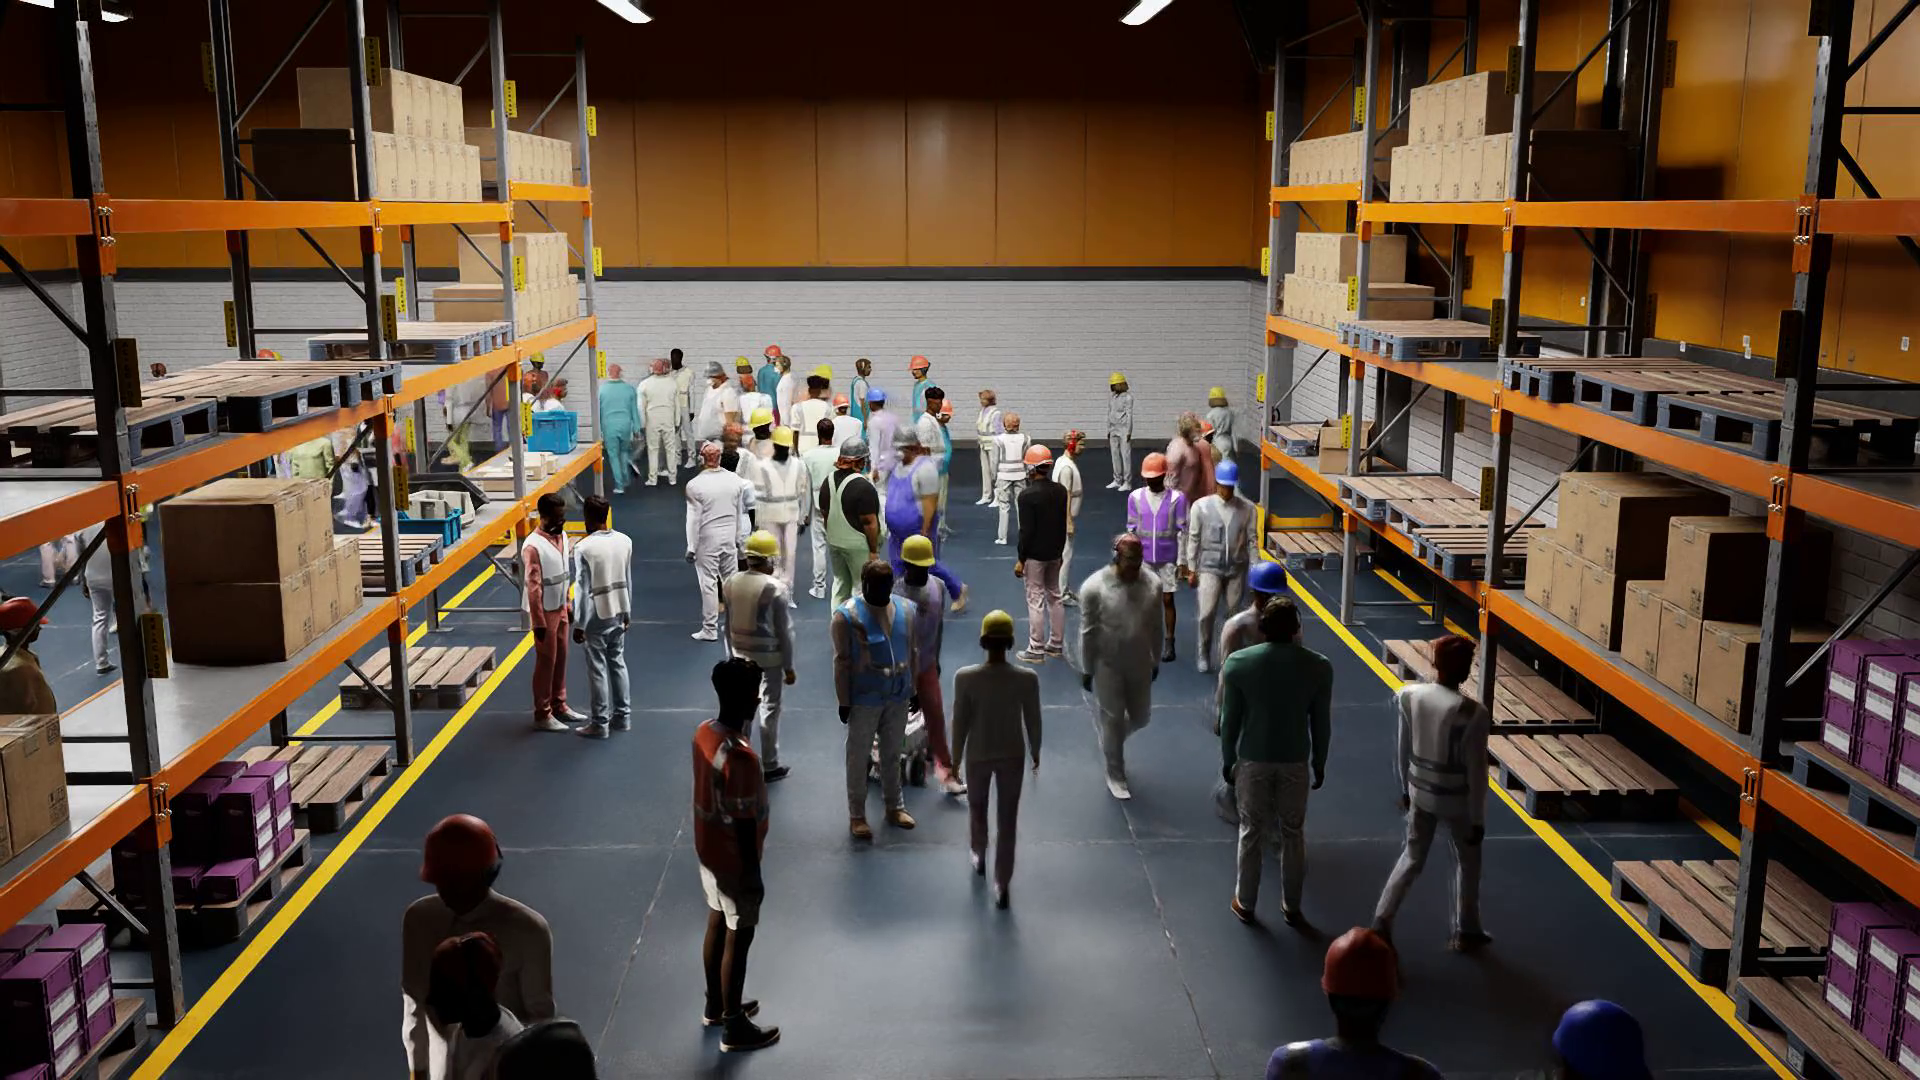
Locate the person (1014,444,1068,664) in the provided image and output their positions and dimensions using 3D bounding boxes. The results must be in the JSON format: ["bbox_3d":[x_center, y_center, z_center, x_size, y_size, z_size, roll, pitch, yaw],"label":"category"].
[{"bbox_3d":[0.722,0.124,15.126,0.616,1.993,0.395,-11,16,-43],"label":"person"}]

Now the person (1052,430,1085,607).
[{"bbox_3d":[1.096,-0.228,17.294,0.401,1.835,0.563,1,11,4],"label":"person"}]

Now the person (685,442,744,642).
[{"bbox_3d":[-2.367,0.015,15.896,0.642,1.910,0.401,-11,16,-44],"label":"person"}]

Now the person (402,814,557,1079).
[{"bbox_3d":[-1.757,1.936,6.071,0.620,1.985,0.408,3,12,16],"label":"person"}]

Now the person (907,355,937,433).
[{"bbox_3d":[-0.545,-1.637,23.881,0.414,2.033,0.606,-6,13,-26],"label":"person"}]

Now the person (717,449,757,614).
[{"bbox_3d":[-2.320,-0.080,16.896,0.530,1.697,0.321,0,11,2],"label":"person"}]

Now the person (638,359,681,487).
[{"bbox_3d":[-4.471,-1.748,24.762,0.640,1.900,0.399,-4,12,-21],"label":"person"}]

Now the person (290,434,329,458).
[{"bbox_3d":[-8.140,-0.844,20.786,0.761,1.665,0.530,10,15,41],"label":"person"}]

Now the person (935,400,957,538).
[{"bbox_3d":[-0.234,-0.898,20.891,0.353,1.741,0.567,4,12,17],"label":"person"}]

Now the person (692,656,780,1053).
[{"bbox_3d":[-1.111,1.526,8.191,0.364,1.957,0.607,-6,13,-27],"label":"person"}]

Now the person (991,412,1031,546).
[{"bbox_3d":[0.629,-0.744,20.373,0.523,1.639,0.306,-3,12,-15],"label":"person"}]

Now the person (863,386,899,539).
[{"bbox_3d":[-0.958,-0.938,20.631,0.555,1.922,0.662,4,12,21],"label":"person"}]

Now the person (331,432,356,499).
[{"bbox_3d":[-8.823,-1.405,23.699,0.269,1.632,0.504,1,11,4],"label":"person"}]

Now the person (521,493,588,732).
[{"bbox_3d":[-3.244,0.566,13.144,0.410,1.908,0.598,2,12,11],"label":"person"}]

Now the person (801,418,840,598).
[{"bbox_3d":[-1.398,-0.334,17.655,0.585,1.911,0.391,-6,13,-28],"label":"person"}]

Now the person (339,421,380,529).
[{"bbox_3d":[-7.741,-1.085,21.464,0.459,1.885,0.632,-1,11,-4],"label":"person"}]

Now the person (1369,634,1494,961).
[{"bbox_3d":[2.600,1.412,9.087,0.886,1.854,0.606,-9,14,-38],"label":"person"}]

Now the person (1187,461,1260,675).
[{"bbox_3d":[2.311,0.262,14.595,0.610,1.925,0.457,0,11,-1],"label":"person"}]

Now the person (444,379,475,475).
[{"bbox_3d":[-7.632,-1.877,25.363,0.461,1.911,0.593,6,13,26],"label":"person"}]

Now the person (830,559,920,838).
[{"bbox_3d":[-0.536,1.029,10.977,0.626,1.844,0.429,-7,13,-31],"label":"person"}]

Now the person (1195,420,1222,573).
[{"bbox_3d":[2.752,-0.488,18.839,0.354,1.739,0.572,7,13,31],"label":"person"}]

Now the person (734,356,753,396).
[{"bbox_3d":[-3.492,-2.108,26.969,0.321,1.738,0.484,1,11,3],"label":"person"}]

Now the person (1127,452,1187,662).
[{"bbox_3d":[1.780,0.153,15.164,0.550,1.925,0.384,3,12,16],"label":"person"}]

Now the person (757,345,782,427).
[{"bbox_3d":[-2.936,-2.054,26.051,0.393,1.990,0.616,-9,14,-37],"label":"person"}]

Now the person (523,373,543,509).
[{"bbox_3d":[-5.887,-1.357,22.867,0.353,1.878,0.568,-8,14,-34],"label":"person"}]

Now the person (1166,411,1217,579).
[{"bbox_3d":[2.597,-0.486,18.520,0.433,1.872,0.747,-10,15,-40],"label":"person"}]

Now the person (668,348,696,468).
[{"bbox_3d":[-4.455,-2.110,26.558,0.586,1.910,0.395,6,13,28],"label":"person"}]

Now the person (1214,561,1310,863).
[{"bbox_3d":[1.923,1.042,10.747,0.612,1.908,0.968,-6,13,-29],"label":"person"}]

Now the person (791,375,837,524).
[{"bbox_3d":[-1.900,-1.184,21.790,0.615,1.956,0.397,-1,11,-6],"label":"person"}]

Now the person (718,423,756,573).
[{"bbox_3d":[-2.440,-0.347,17.848,0.595,1.842,0.768,2,11,8],"label":"person"}]

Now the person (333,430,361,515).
[{"bbox_3d":[-8.252,-1.201,22.416,0.320,1.738,0.483,5,12,23],"label":"person"}]

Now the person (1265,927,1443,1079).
[{"bbox_3d":[1.184,2.182,5.085,0.560,1.901,0.795,3,12,16],"label":"person"}]

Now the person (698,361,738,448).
[{"bbox_3d":[-3.368,-1.504,23.172,0.538,2.000,0.701,-7,13,-30],"label":"person"}]

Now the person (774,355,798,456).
[{"bbox_3d":[-2.591,-1.813,25.013,0.363,1.932,0.632,0,11,-2],"label":"person"}]
